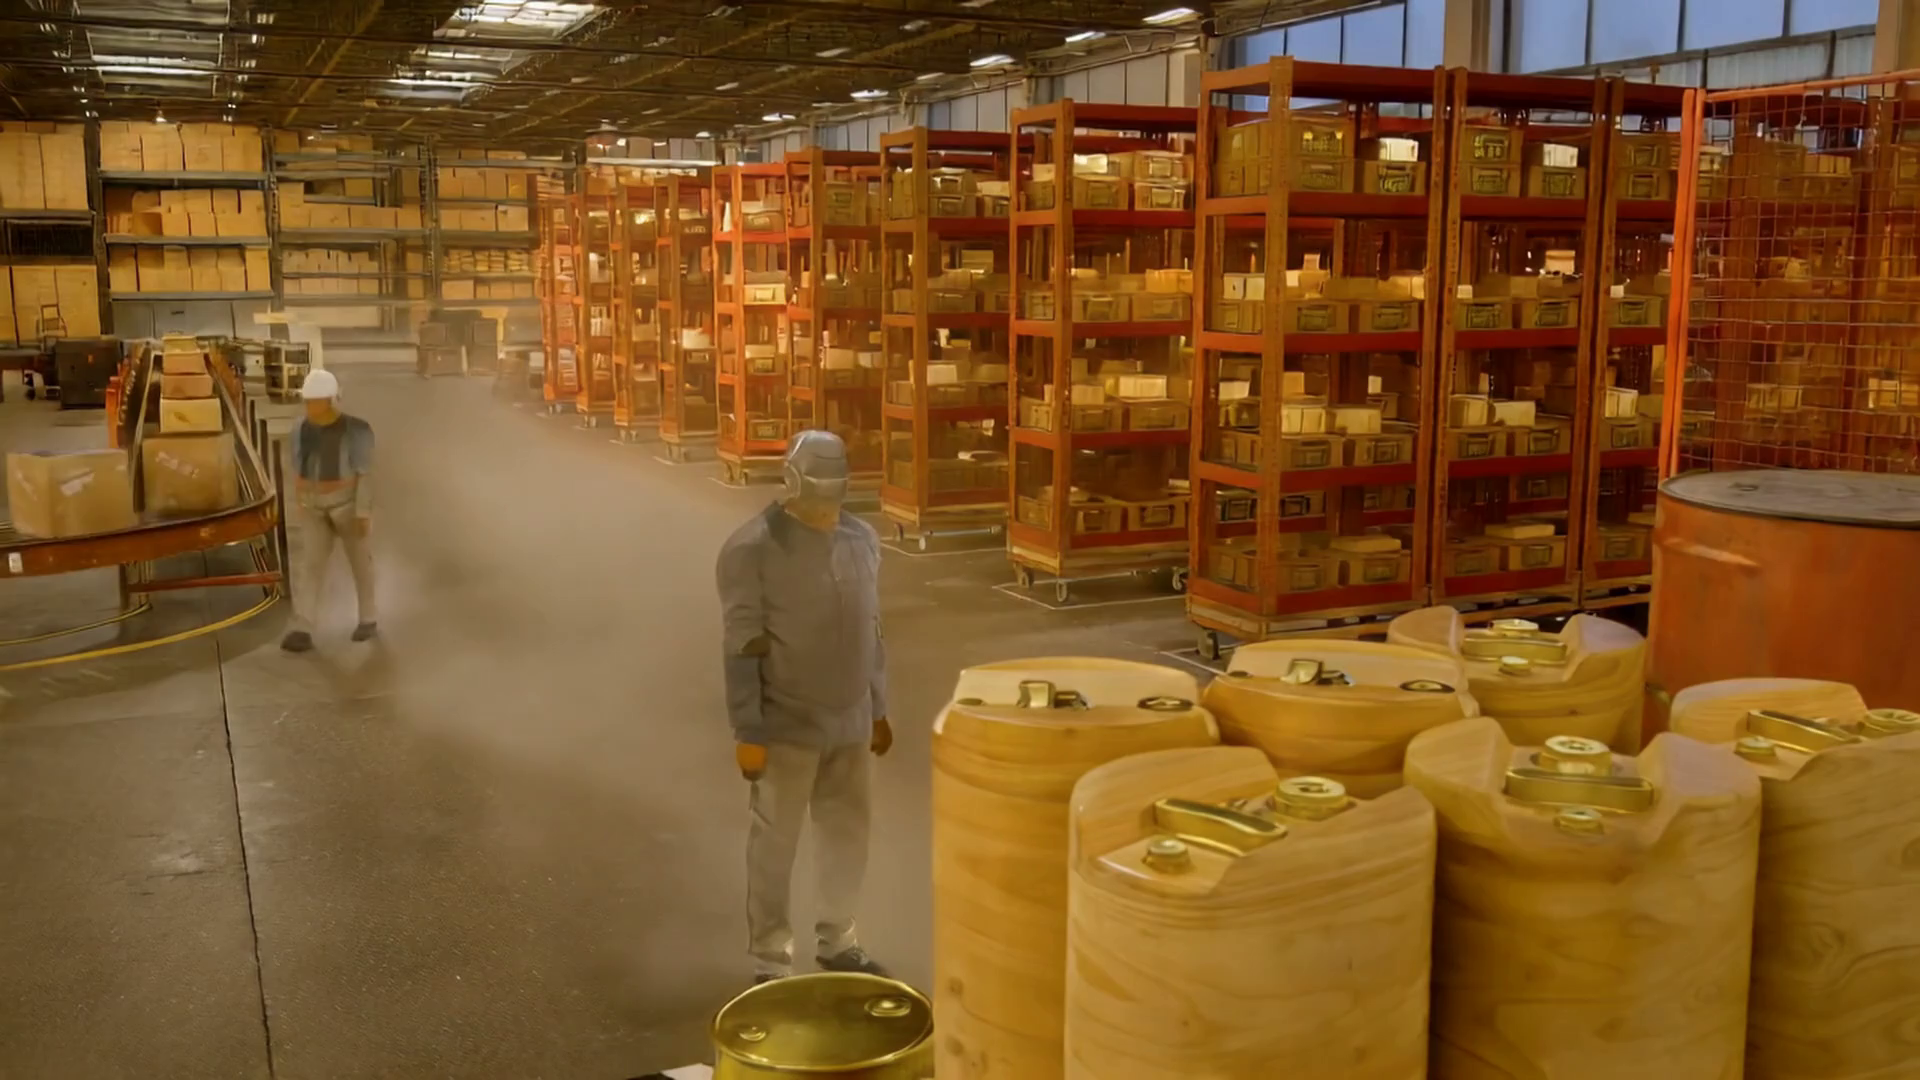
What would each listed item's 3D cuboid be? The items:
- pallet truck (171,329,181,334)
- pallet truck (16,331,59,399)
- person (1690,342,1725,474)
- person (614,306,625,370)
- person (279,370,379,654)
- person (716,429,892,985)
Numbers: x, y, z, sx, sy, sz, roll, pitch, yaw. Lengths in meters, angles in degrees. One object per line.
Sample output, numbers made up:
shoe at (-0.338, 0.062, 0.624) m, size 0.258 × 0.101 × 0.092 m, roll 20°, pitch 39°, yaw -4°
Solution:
pallet truck at (-17.275, -3.851, 35.096) m, size 1.601 × 1.201 × 0.680 m, roll 0°, pitch 9°, yaw 1°
pallet truck at (-17.082, -3.353, 31.781) m, size 1.630 × 1.274 × 0.653 m, roll -4°, pitch 10°, yaw -25°
person at (6.806, -0.952, 15.180) m, size 0.390 × 1.850 × 0.565 m, roll 3°, pitch 10°, yaw 20°
person at (-8.356, -5.146, 40.838) m, size 0.612 × 1.972 × 0.469 m, roll 7°, pitch 11°, yaw 36°
person at (-4.008, -0.182, 10.585) m, size 0.609 × 1.780 × 0.911 m, roll 1°, pitch 9°, yaw 8°
person at (-0.475, 0.585, 5.485) m, size 0.640 × 1.905 × 0.410 m, roll -9°, pitch 13°, yaw -43°
